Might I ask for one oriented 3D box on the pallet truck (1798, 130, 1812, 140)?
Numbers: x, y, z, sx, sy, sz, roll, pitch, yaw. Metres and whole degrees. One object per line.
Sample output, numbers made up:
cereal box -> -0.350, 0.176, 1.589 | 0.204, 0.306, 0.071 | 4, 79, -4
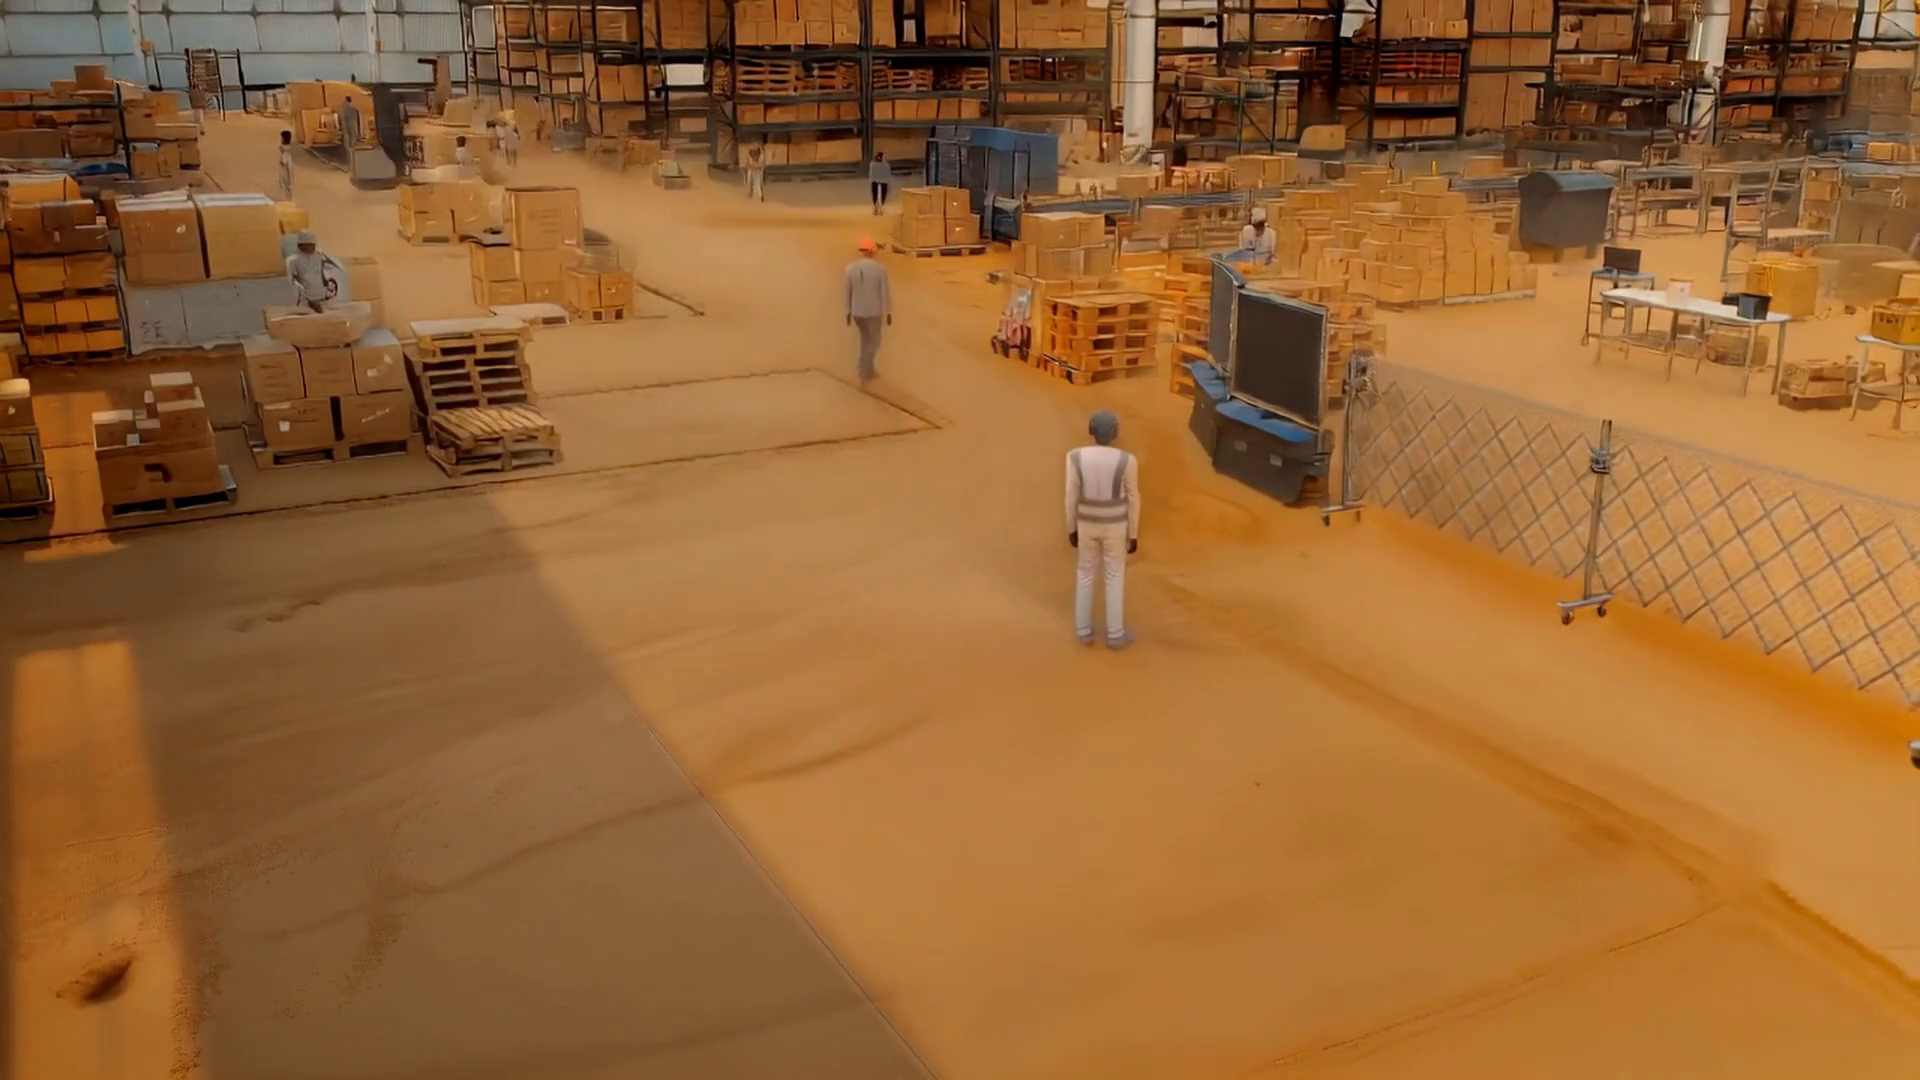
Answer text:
pallet truck -> 25.526, -11.556, 49.408 | 1.630, 1.274, 0.653 | -9, 20, -26

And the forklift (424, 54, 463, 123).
forklift -> -21.812, -19.177, 70.619 | 1.873, 2.768, 1.129 | -9, 20, -26

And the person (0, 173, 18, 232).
person -> -17.255, -5.647, 30.011 | 0.576, 1.907, 0.708 | 1, 18, 3

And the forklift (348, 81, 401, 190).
forklift -> -15.619, -10.988, 45.089 | 1.873, 2.768, 1.129 | -9, 20, -26

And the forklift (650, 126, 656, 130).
forklift -> -12.155, -17.996, 66.939 | 1.129, 2.768, 1.873 | -9, 20, -26

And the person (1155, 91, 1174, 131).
person -> 8.174, -17.105, 65.943 | 0.995, 1.789, 0.632 | -7, 19, -20

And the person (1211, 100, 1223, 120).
person -> 8.355, -13.394, 53.981 | 0.633, 2.008, 0.894 | -10, 20, -28

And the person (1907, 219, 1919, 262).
person -> 18.554, -6.159, 31.648 | 1.011, 1.881, 0.544 | -2, 18, -8

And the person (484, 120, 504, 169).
person -> -13.611, -11.437, 48.546 | 0.527, 1.605, 0.810 | -1, 18, -3

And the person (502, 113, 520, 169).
person -> -13.621, -12.125, 50.550 | 0.550, 1.683, 0.366 | 0, 18, 1

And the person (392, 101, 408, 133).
person -> -19.667, -14.738, 58.335 | 0.596, 1.915, 0.374 | -3, 18, -10

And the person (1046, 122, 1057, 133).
person -> 2.278, -9.875, 43.195 | 0.823, 1.912, 0.555 | -11, 21, -31

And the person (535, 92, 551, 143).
person -> -15.096, -15.370, 60.491 | 0.914, 1.803, 0.632 | -5, 19, -17

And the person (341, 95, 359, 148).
person -> -20.486, -13.990, 55.969 | 0.635, 1.936, 0.351 | 9, 20, 26

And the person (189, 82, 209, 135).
person -> -29.307, -16.635, 64.166 | 0.855, 1.958, 0.659 | 17, 24, 42

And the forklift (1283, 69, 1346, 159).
forklift -> 11.615, -13.871, 54.079 | 1.129, 2.768, 1.873 | -9, 20, -27

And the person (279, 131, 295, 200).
person -> -15.952, -8.706, 39.477 | 0.394, 1.958, 0.599 | -6, 19, -18

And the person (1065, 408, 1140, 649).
person -> 1.089, -0.084, 12.702 | 0.583, 1.884, 0.350 | 6, 19, 19

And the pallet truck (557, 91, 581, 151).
pallet truck -> -13.495, -14.412, 57.188 | 0.823, 1.965, 1.885 | -3, 18, -9

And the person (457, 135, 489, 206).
person -> -11.841, -8.832, 40.072 | 0.929, 1.838, 0.521 | 9, 20, 26

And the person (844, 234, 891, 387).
person -> -1.221, -2.963, 21.542 | 0.625, 1.974, 0.829 | 9, 20, 25

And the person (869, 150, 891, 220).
person -> -1.852, -8.286, 38.744 | 0.512, 1.590, 0.846 | 2, 18, 6

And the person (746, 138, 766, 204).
person -> -5.151, -9.301, 41.870 | 0.521, 1.612, 0.699 | -7, 19, -20

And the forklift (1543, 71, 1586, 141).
forklift -> 18.685, -13.231, 52.085 | 1.873, 2.768, 1.129 | -9, 20, -26

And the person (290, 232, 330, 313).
person -> -9.168, -3.478, 23.510 | 0.484, 1.744, 0.296 | -13, 22, -35

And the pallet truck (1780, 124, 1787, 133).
pallet truck -> 25.206, -12.542, 52.601 | 1.601, 1.201, 0.680 | 0, 18, -2

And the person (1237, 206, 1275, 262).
person -> 4.579, -4.249, 25.764 | 0.591, 1.837, 0.403 | -1, 18, -5

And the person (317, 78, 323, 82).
person -> -26.382, -18.084, 68.740 | 0.548, 1.932, 0.377 | 13, 22, 35

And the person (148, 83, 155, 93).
person -> -31.714, -16.949, 65.220 | 0.711, 1.923, 0.642 | -3, 18, -10
